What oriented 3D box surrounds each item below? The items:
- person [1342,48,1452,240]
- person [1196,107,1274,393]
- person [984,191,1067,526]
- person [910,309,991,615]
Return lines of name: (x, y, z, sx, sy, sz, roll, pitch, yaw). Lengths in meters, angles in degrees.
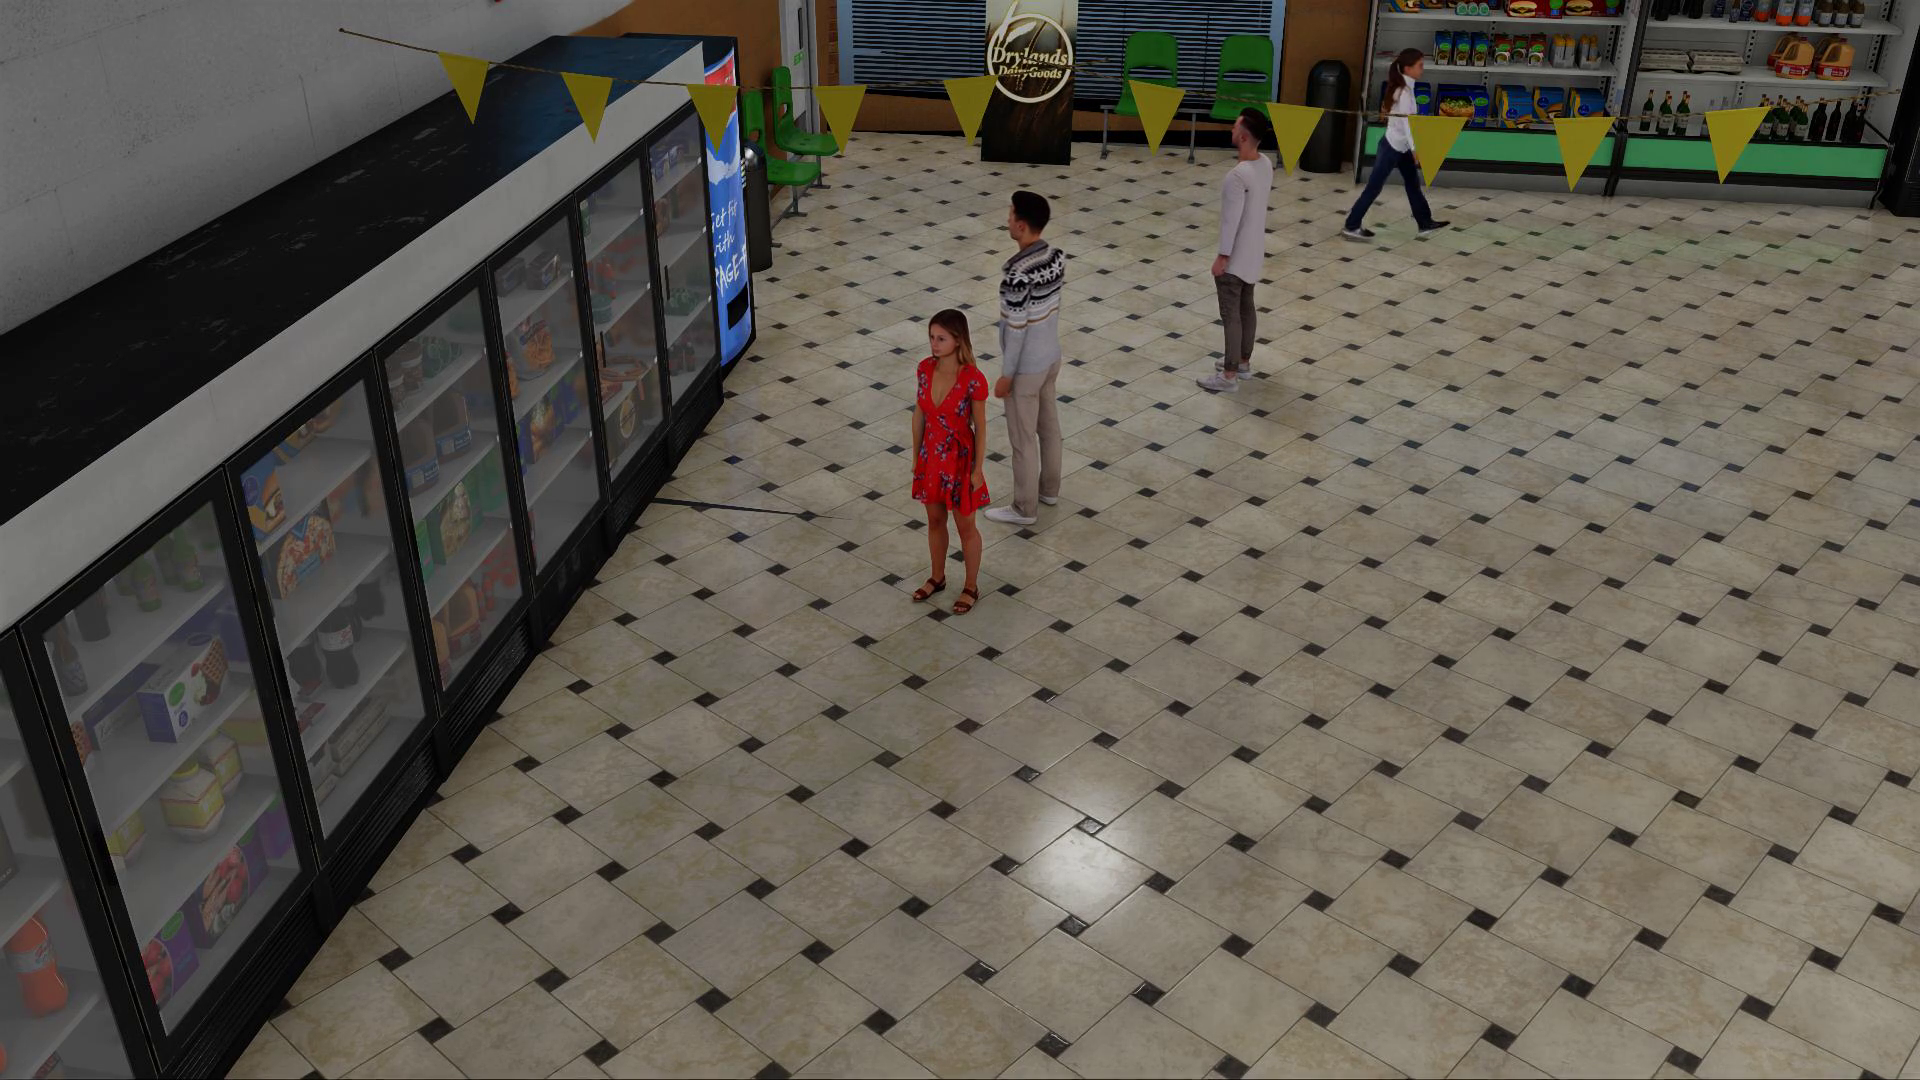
person: (3.399, -3.128, 13.320, 1.081, 1.512, 0.597, 8, 30, 14)
person: (1.795, -1.860, 10.655, 0.708, 1.840, 0.744, 17, 33, 29)
person: (0.389, -0.980, 9.021, 0.708, 1.862, 0.759, 16, 33, 27)
person: (-0.040, -0.388, 8.218, 0.599, 1.592, 0.711, 17, 33, 29)
